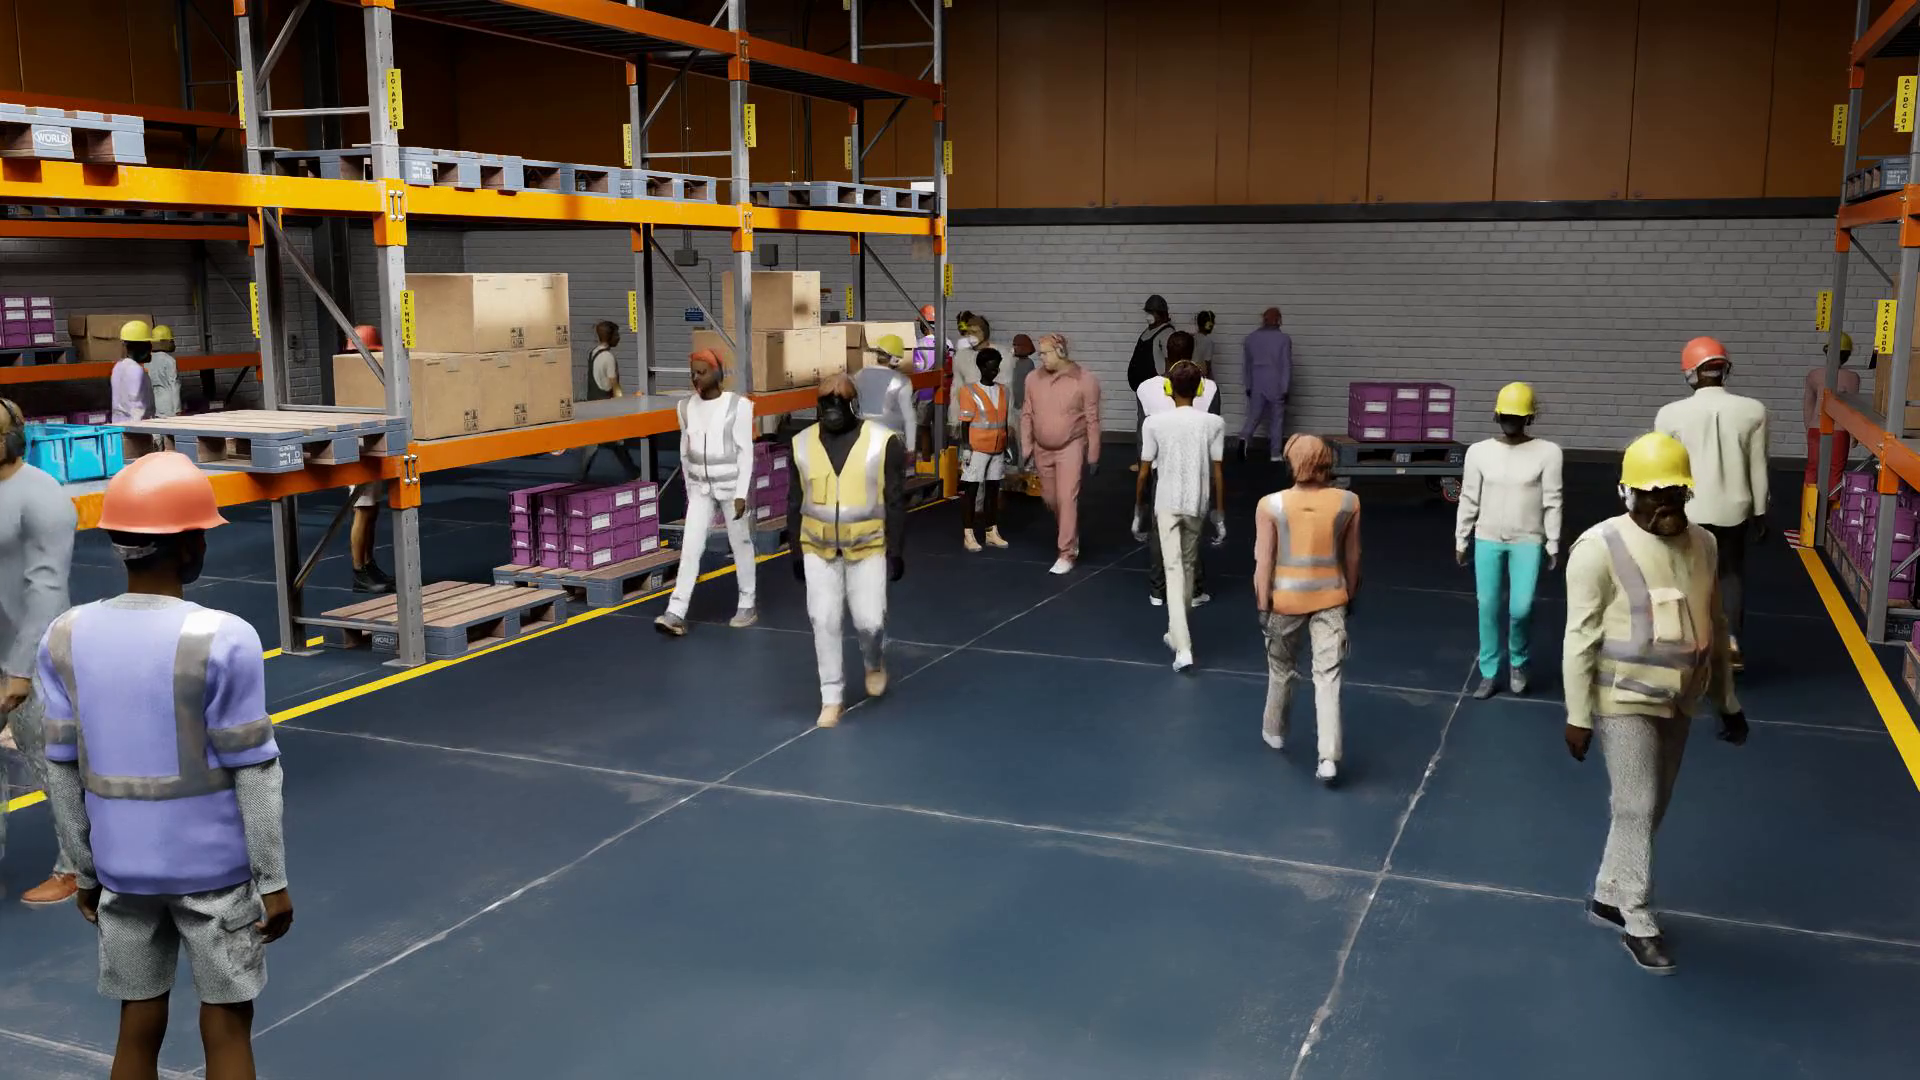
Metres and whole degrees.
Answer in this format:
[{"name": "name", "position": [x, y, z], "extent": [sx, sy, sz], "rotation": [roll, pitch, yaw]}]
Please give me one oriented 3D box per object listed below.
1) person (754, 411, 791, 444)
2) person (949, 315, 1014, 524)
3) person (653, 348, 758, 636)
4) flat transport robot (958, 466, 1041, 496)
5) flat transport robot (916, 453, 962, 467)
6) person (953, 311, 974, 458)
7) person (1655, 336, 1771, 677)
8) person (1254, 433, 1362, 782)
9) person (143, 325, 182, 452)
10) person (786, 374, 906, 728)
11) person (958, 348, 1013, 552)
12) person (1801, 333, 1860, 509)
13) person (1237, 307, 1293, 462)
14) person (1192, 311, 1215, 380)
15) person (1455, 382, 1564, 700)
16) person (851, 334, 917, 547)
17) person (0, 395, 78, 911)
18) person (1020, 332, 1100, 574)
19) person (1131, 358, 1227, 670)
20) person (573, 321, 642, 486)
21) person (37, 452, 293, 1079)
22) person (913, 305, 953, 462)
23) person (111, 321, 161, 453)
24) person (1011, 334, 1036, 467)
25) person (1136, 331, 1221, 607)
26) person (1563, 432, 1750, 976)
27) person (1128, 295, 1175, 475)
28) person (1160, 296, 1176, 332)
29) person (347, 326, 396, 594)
[{"name": "person", "position": [-1.959, -1.422, 17.192], "extent": [0.604, 1.940, 0.749], "rotation": [5, 10, 26]}, {"name": "person", "position": [0.179, -1.095, 15.234], "extent": [0.647, 1.920, 0.450], "rotation": [6, 11, 31]}, {"name": "person", "position": [-1.593, -0.294, 10.640], "extent": [0.599, 1.836, 0.972], "rotation": [4, 10, 21]}, {"name": "flat transport robot", "position": [0.497, -0.645, 17.498], "extent": [1.431, 0.197, 0.652], "rotation": [8, 12, 38]}, {"name": "flat transport robot", "position": [-0.439, -0.830, 18.622], "extent": [0.652, 0.197, 1.431], "rotation": [-7, 12, -36]}, {"name": "person", "position": [0.052, -1.746, 19.442], "extent": [0.837, 1.826, 0.548], "rotation": [7, 12, 37]}, {"name": "person", "position": [4.240, -0.161, 9.426], "extent": [0.634, 1.970, 0.506], "rotation": [2, 10, 13]}, {"name": "person", "position": [1.629, 0.300, 7.790], "extent": [0.516, 1.595, 0.874], "rotation": [1, 9, 3]}, {"name": "person", "position": [-8.389, -1.392, 17.573], "extent": [0.487, 1.744, 0.313], "rotation": [5, 10, 26]}, {"name": "person", "position": [-0.592, 0.041, 8.650], "extent": [0.639, 1.821, 0.523], "rotation": [1, 9, 7]}, {"name": "person", "position": [0.216, -0.754, 13.865], "extent": [0.531, 1.692, 0.320], "rotation": [-7, 12, -38]}, {"name": "person", "position": [7.890, -0.988, 15.061], "extent": [0.314, 1.769, 0.525], "rotation": [-5, 11, -29]}, {"name": "person", "position": [3.655, -1.847, 19.922], "extent": [0.656, 1.884, 0.752], "rotation": [8, 12, 39]}, {"name": "person", "position": [2.868, -1.874, 20.248], "extent": [0.824, 1.832, 0.510], "rotation": [-8, 12, -39]}, {"name": "person", "position": [2.957, 0.016, 9.004], "extent": [0.555, 1.744, 0.382], "rotation": [5, 11, 29]}, {"name": "person", "position": [-0.643, -0.816, 13.936], "extent": [0.610, 1.793, 0.502], "rotation": [6, 11, 32]}, {"name": "person", "position": [-3.434, 0.432, 5.988], "extent": [0.648, 1.914, 0.637], "rotation": [5, 11, 27]}, {"name": "person", "position": [0.807, -0.712, 13.127], "extent": [0.652, 1.863, 0.892], "rotation": [5, 11, 30]}, {"name": "person", "position": [1.308, -0.162, 9.895], "extent": [0.536, 1.830, 0.961], "rotation": [-1, 9, -4]}, {"name": "person", "position": [-3.644, -1.386, 17.387], "extent": [0.979, 1.788, 0.532], "rotation": [-5, 11, -29]}, {"name": "person", "position": [-1.854, 0.756, 3.971], "extent": [0.552, 1.936, 0.359], "rotation": [1, 9, 8]}, {"name": "person", "position": [-0.335, -1.582, 18.140], "extent": [0.543, 1.939, 0.359], "rotation": [-8, 12, -38]}, {"name": "person", "position": [-6.784, -0.885, 14.001], "extent": [0.778, 1.901, 0.613], "rotation": [-8, 12, -40]}, {"name": "person", "position": [0.668, -1.411, 18.022], "extent": [0.281, 1.633, 0.500], "rotation": [-3, 10, -16]}, {"name": "person", "position": [1.516, -0.487, 11.556], "extent": [0.591, 1.922, 0.391], "rotation": [3, 10, 16]}, {"name": "person", "position": [2.386, 0.543, 5.679], "extent": [0.671, 1.810, 0.567], "rotation": [-5, 10, -26]}, {"name": "person", "position": [2.171, -1.762, 18.916], "extent": [0.539, 2.000, 0.688], "rotation": [-3, 10, -20]}, {"name": "person", "position": [2.481, -2.072, 20.933], "extent": [0.380, 1.996, 0.608], "rotation": [7, 12, 37]}, {"name": "person", "position": [-4.286, -0.581, 12.106], "extent": [0.380, 1.932, 0.574], "rotation": [-1, 9, -7]}]
